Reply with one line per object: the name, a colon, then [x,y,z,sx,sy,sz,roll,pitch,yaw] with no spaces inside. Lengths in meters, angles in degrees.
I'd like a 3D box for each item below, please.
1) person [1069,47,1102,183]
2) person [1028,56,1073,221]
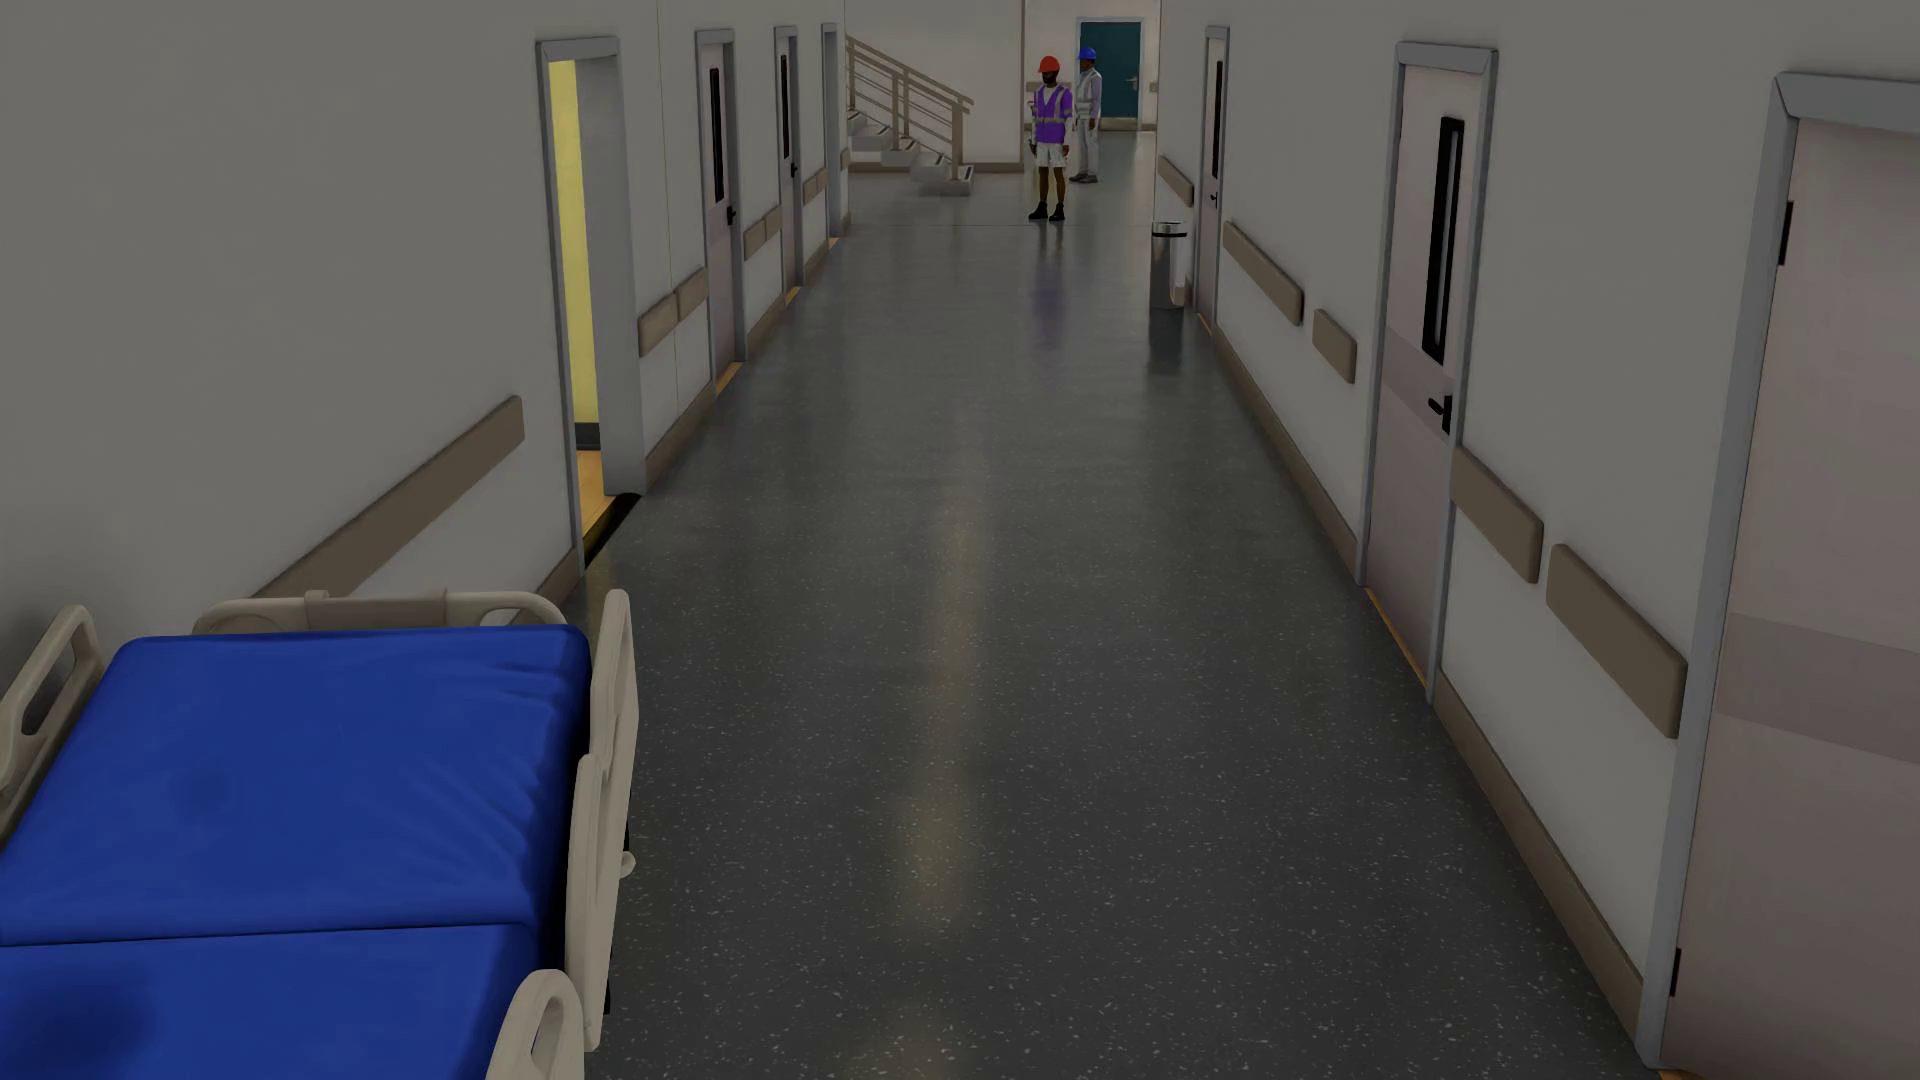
person: [1.868,-6.234,24.437,0.384,1.948,0.605,-7,19,-21]
person: [1.077,-4.820,20.008,0.552,1.935,0.366,13,22,36]
